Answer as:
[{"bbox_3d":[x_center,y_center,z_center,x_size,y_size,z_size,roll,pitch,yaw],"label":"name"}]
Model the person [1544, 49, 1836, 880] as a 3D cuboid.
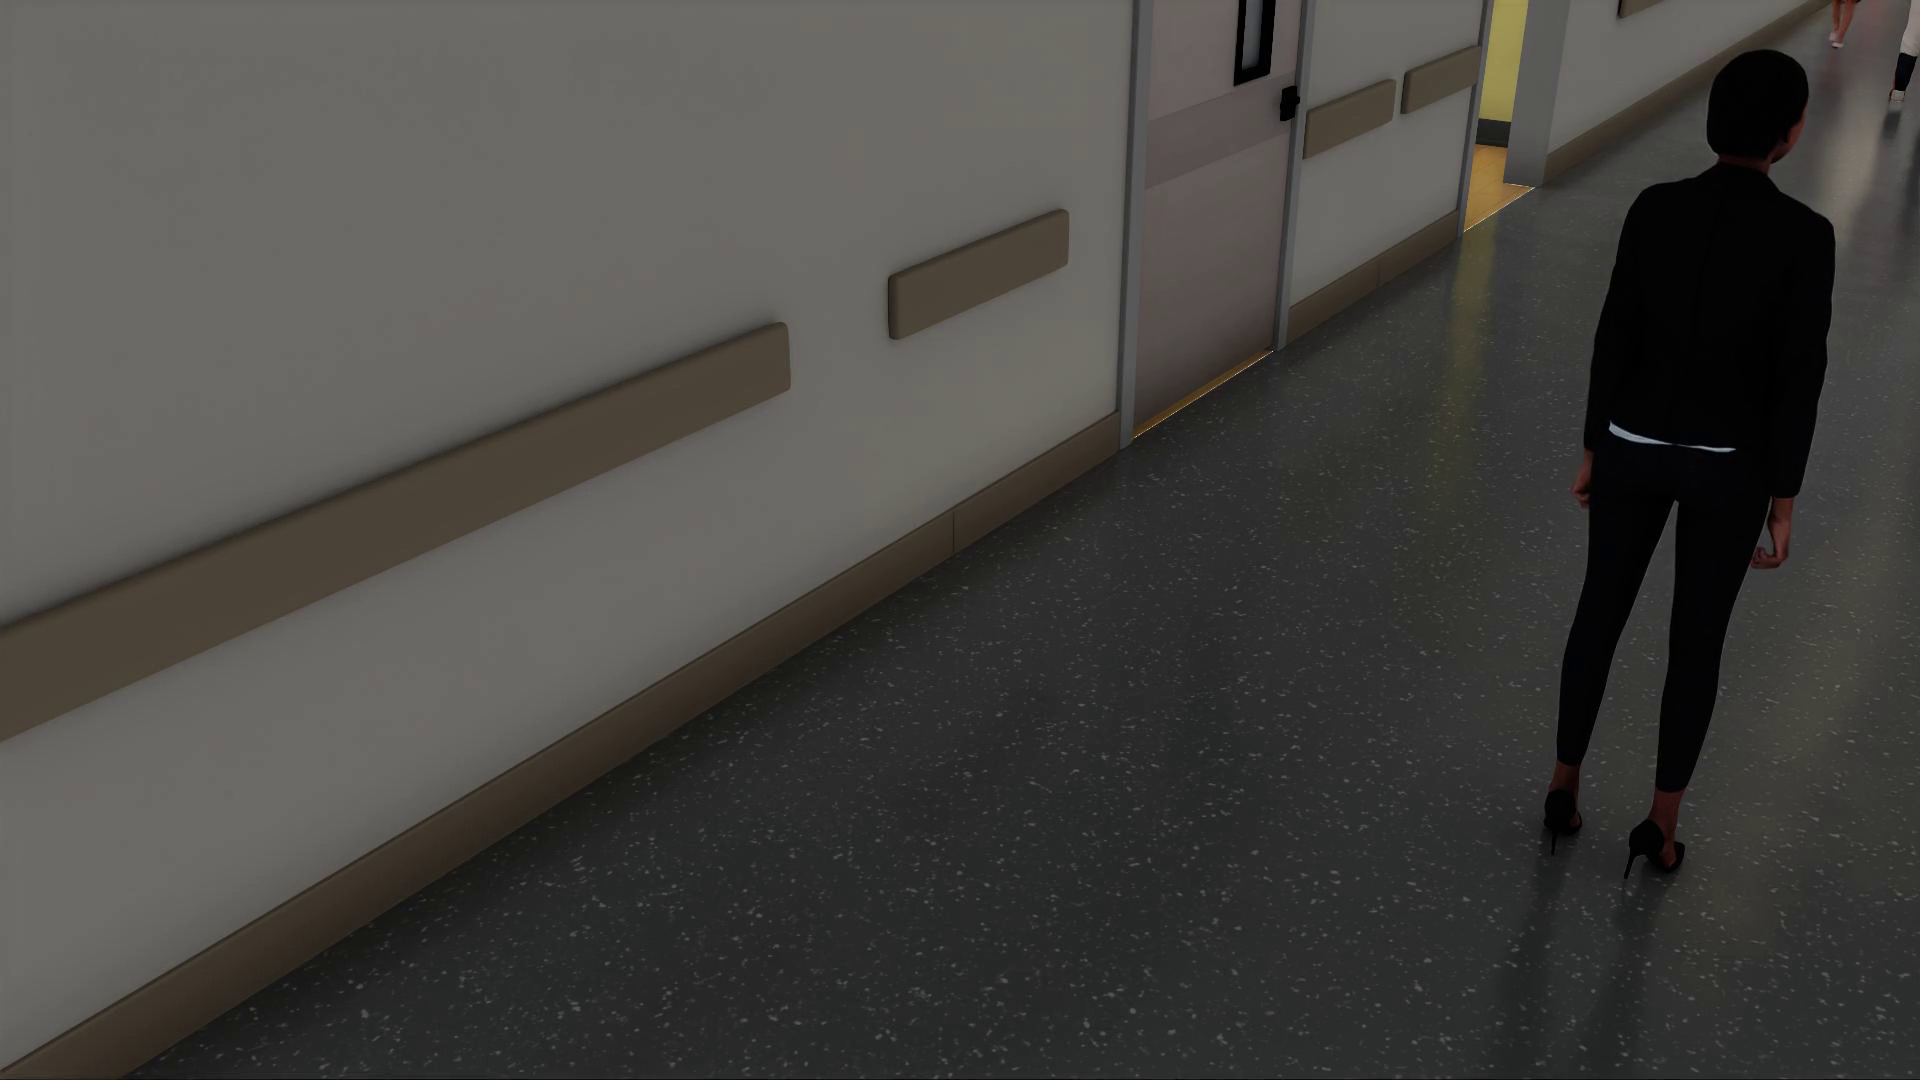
[{"bbox_3d":[1.527,-0.106,3.542,0.497,1.834,0.700,22,33,37],"label":"person"}]
